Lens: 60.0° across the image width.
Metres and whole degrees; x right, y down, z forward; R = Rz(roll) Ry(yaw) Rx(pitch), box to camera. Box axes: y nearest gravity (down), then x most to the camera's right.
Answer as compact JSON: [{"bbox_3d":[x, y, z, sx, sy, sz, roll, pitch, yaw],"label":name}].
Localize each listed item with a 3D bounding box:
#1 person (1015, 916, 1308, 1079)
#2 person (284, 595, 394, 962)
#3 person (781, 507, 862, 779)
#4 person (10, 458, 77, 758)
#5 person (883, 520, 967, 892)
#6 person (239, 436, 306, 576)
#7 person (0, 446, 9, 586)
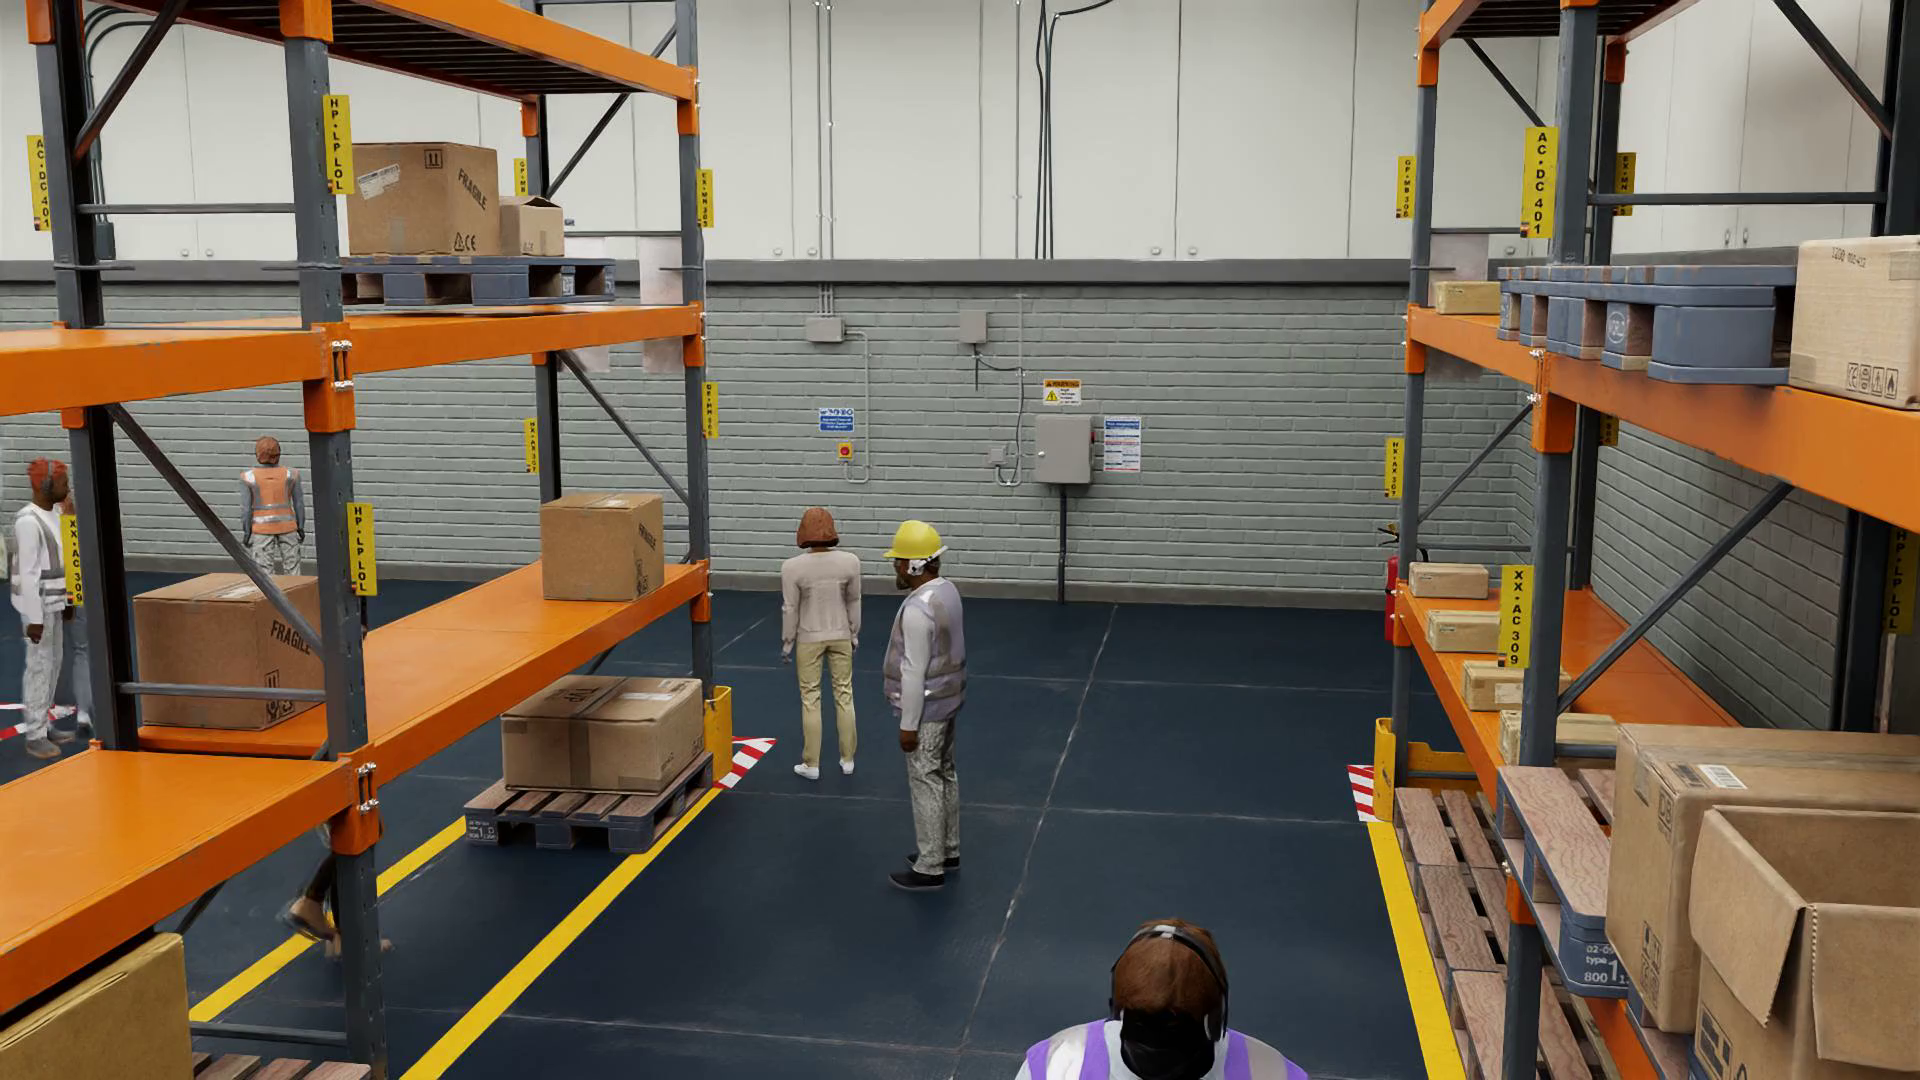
[{"bbox_3d":[0.375,1.609,3.209,0.619,1.838,0.430,1,9,4],"label":"person"},{"bbox_3d":[-2.692,1.030,7.248,0.378,1.683,0.532,-4,10,-24],"label":"person"},{"bbox_3d":[-0.827,0.615,9.955,0.498,1.632,0.281,-4,10,-22],"label":"person"},{"bbox_3d":[-5.747,0.419,10.449,0.382,1.870,0.637,-3,10,-18],"label":"person"},{"bbox_3d":[-0.178,0.809,8.194,0.404,1.823,0.590,2,9,14],"label":"person"},{"bbox_3d":[-5.809,-0.059,14.088,0.514,1.642,0.310,-5,11,-30],"label":"person"},{"bbox_3d":[-9.440,-0.411,15.968,0.574,1.738,0.352,3,10,20],"label":"person"}]
